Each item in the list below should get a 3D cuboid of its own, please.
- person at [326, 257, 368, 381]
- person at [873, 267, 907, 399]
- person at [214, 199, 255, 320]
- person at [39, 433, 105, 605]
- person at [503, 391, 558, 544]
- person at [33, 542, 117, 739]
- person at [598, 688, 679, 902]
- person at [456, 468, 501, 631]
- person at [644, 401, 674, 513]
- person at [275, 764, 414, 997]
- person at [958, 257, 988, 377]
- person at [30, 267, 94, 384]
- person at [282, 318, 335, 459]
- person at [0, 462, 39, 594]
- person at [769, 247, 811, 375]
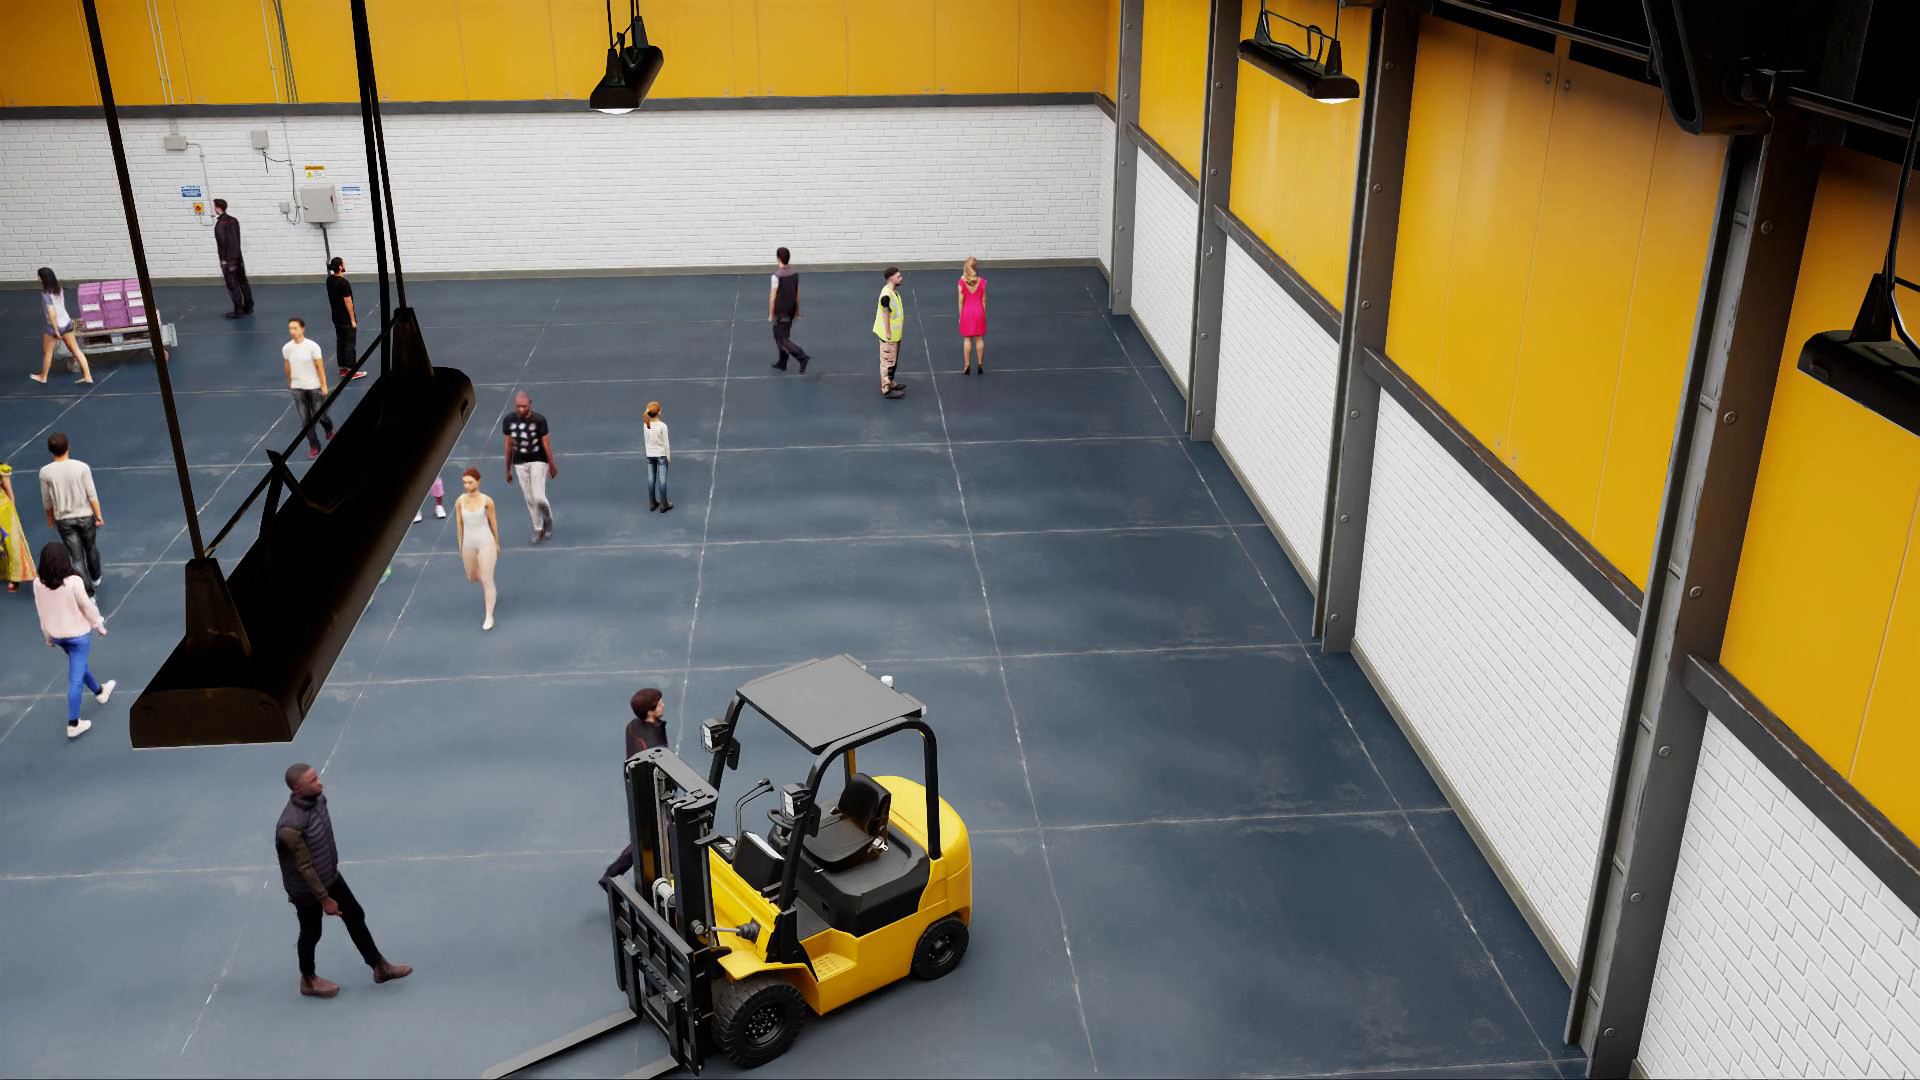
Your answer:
[{"bbox_3d":[-8.845,-3.185,23.842,0.694,1.755,0.742,17,29,33],"label":"person"},{"bbox_3d":[-0.959,-2.893,23.065,0.790,1.842,0.667,1,24,3],"label":"person"},{"bbox_3d":[-11.726,-4.542,26.752,0.810,1.911,0.625,5,24,11],"label":"person"},{"bbox_3d":[-9.013,-0.167,16.925,0.982,1.766,1.264,-12,26,-25],"label":"person"},{"bbox_3d":[-4.734,-0.843,18.450,0.751,1.783,0.716,2,24,4],"label":"person"},{"bbox_3d":[-7.816,0.899,14.531,0.830,1.730,1.138,4,24,10],"label":"person"},{"bbox_3d":[-2.298,1.920,12.083,1.014,1.820,1.062,-11,26,-24],"label":"person"},{"bbox_3d":[-4.786,0.036,16.635,0.607,1.626,0.945,0,24,0],"label":"person"},{"bbox_3d":[-3.530,-0.971,19.331,0.530,1.312,0.560,8,25,18],"label":"person"},{"bbox_3d":[-4.405,2.319,11.181,0.894,1.811,0.999,3,24,6],"label":"person"},{"bbox_3d":[0.184,-3.231,23.984,0.584,1.727,0.553,0,24,0],"label":"person"},{"bbox_3d":[-12.621,-2.991,23.481,0.806,1.690,1.062,2,24,5],"label":"person"},{"bbox_3d":[-8.184,-1.942,20.952,0.658,1.793,0.834,-1,24,-1],"label":"person"},{"bbox_3d":[-10.111,-0.303,17.405,0.933,1.630,1.144,-7,24,-15],"label":"person"},{"bbox_3d":[-2.455,-3.258,23.927,1.114,1.821,1.084,16,28,33],"label":"person"}]
